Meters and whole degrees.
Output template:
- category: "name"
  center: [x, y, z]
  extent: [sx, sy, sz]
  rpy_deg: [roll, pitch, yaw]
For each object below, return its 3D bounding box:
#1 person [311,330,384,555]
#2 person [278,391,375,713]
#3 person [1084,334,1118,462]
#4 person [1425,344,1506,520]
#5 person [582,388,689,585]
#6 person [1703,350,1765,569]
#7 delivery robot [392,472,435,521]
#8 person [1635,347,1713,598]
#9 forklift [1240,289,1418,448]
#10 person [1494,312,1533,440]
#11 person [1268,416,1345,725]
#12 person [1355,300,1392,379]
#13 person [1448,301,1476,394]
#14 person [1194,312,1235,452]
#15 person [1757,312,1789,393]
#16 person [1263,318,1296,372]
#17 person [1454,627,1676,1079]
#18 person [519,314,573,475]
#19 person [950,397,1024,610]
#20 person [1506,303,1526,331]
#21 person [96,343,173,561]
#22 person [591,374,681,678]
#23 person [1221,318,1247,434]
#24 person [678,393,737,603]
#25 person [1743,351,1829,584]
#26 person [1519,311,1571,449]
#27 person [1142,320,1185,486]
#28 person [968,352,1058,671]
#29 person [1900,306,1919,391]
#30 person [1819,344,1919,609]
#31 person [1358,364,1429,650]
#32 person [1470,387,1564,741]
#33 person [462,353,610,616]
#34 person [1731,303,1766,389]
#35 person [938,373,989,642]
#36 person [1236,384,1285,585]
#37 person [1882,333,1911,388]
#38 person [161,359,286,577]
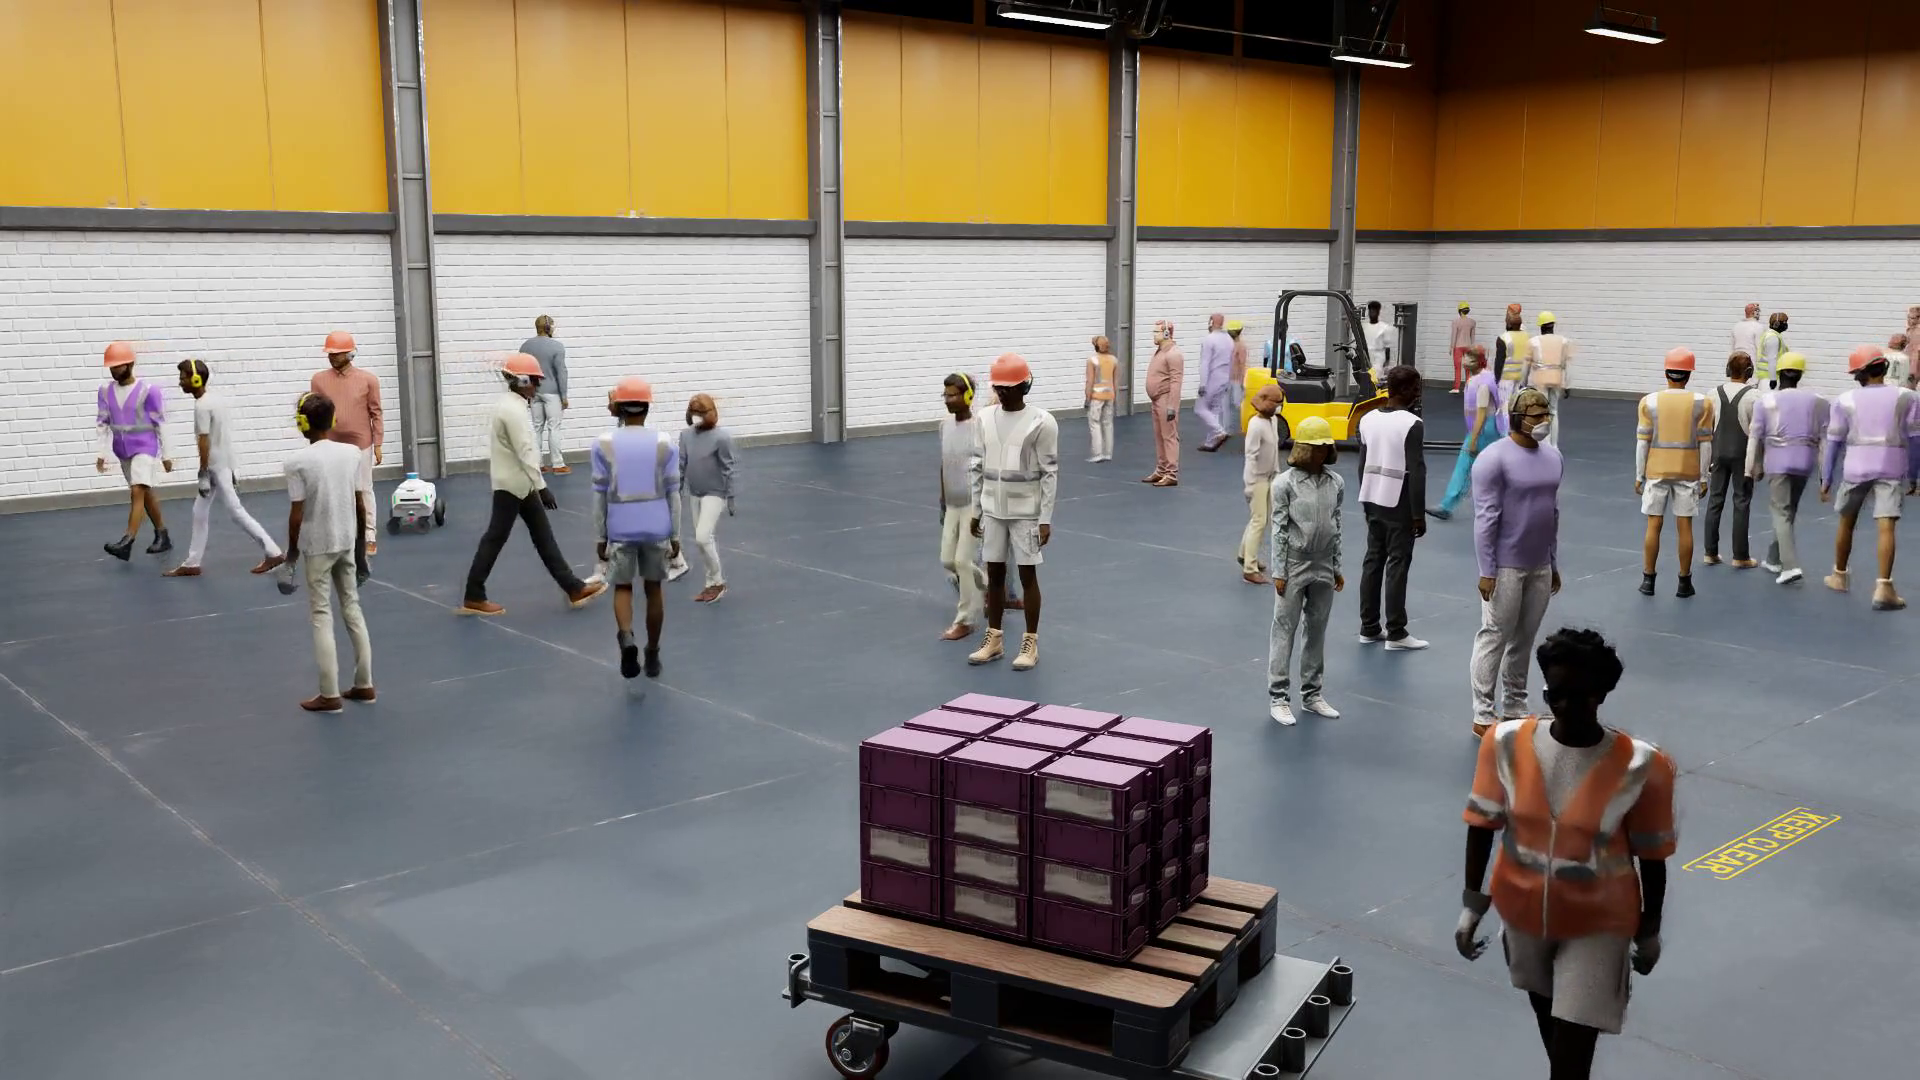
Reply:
- category: "person"
  center: [-5.387, -0.844, 14.621]
  extent: [0.614, 1.990, 0.392]
  rpy_deg: [0, 10, -3]
- category: "person"
  center: [-3.667, 0.077, 9.626]
  extent: [0.317, 1.859, 0.549]
  rpy_deg: [7, 12, 34]
- category: "person"
  center: [1.811, -1.812, 21.326]
  extent: [0.524, 1.641, 0.307]
  rpy_deg: [-7, 12, -36]
- category: "person"
  center: [5.106, -1.043, 16.435]
  extent: [0.957, 1.772, 0.642]
  rpy_deg: [0, 10, 2]
- category: "person"
  center: [-2.599, -0.430, 13.371]
  extent: [0.846, 1.599, 0.517]
  rpy_deg: [-5, 11, -27]
- category: "person"
  center: [6.549, -0.676, 14.067]
  extent: [0.345, 1.847, 0.508]
  rpy_deg: [-9, 13, -41]
- category: "delivery robot"
  center: [-5.247, -0.405, 15.981]
  extent: [0.477, 0.478, 0.707]
  rpy_deg: [-2, 10, -12]
- category: "person"
  center: [5.519, -0.522, 12.893]
  extent: [0.543, 1.940, 0.361]
  rpy_deg: [4, 11, 24]
- category: "forklift"
  center: [5.034, -2.339, 22.783]
  extent: [2.313, 2.155, 1.214]
  rpy_deg: [3, 10, 16]
- category: "person"
  center: [7.812, -2.300, 23.594]
  extent: [0.631, 1.840, 0.429]
  rpy_deg: [-4, 11, -23]
- category: "person"
  center: [1.975, 0.169, 9.422]
  extent: [0.487, 1.744, 0.294]
  rpy_deg: [-5, 11, -27]
- category: "person"
  center: [6.683, -2.902, 26.818]
  extent: [0.815, 1.944, 0.615]
  rpy_deg: [-9, 13, -42]
- category: "person"
  center: [9.646, -3.692, 31.961]
  extent: [0.525, 1.769, 0.313]
  rpy_deg: [-3, 10, -18]
- category: "person"
  center: [3.416, -2.115, 22.354]
  extent: [0.455, 1.886, 0.664]
  rpy_deg: [9, 13, 42]
- category: "person"
  center: [11.575, -2.316, 23.683]
  extent: [0.428, 1.842, 0.631]
  rpy_deg: [4, 10, 21]
- category: "person"
  center: [4.991, -2.621, 25.917]
  extent: [0.544, 1.678, 0.603]
  rpy_deg: [5, 11, 26]
- category: "person"
  center: [1.656, 1.040, 4.596]
  extent: [0.533, 1.640, 0.923]
  rpy_deg: [8, 12, 38]
- category: "person"
  center: [-4.996, -1.742, 20.050]
  extent: [0.628, 1.936, 0.377]
  rpy_deg: [4, 10, 21]
- category: "person"
  center: [0.236, -0.280, 12.389]
  extent: [0.513, 1.620, 0.543]
  rpy_deg: [-4, 11, -24]
- category: "person"
  center: [8.909, -2.865, 26.769]
  extent: [0.337, 1.882, 0.584]
  rpy_deg: [0, 10, 3]
- category: "person"
  center: [-7.221, -0.758, 14.426]
  extent: [0.548, 1.874, 1.038]
  rpy_deg: [2, 10, 10]
- category: "person"
  center: [-1.991, -0.058, 10.269]
  extent: [0.546, 1.919, 0.629]
  rpy_deg: [-2, 10, -10]
- category: "person"
  center: [4.045, -2.337, 24.094]
  extent: [0.718, 1.745, 0.529]
  rpy_deg: [-3, 10, -19]
- category: "person"
  center: [-1.944, -0.311, 12.596]
  extent: [0.519, 1.617, 0.448]
  rpy_deg: [8, 12, 39]
- category: "person"
  center: [6.751, -0.600, 13.552]
  extent: [0.622, 1.880, 0.946]
  rpy_deg: [1, 10, 4]
- category: "person"
  center: [7.823, -2.101, 22.246]
  extent: [0.605, 1.893, 0.651]
  rpy_deg: [0, 10, -1]
- category: "person"
  center: [2.330, -1.571, 19.128]
  extent: [0.402, 1.910, 0.638]
  rpy_deg: [-2, 10, -11]
- category: "person"
  center: [0.319, -0.182, 10.623]
  extent: [0.605, 2.035, 0.384]
  rpy_deg: [6, 11, 30]
- category: "person"
  center: [14.561, -2.627, 25.394]
  extent: [0.489, 1.880, 0.656]
  rpy_deg: [5, 11, 27]
- category: "person"
  center: [6.964, -0.494, 12.715]
  extent: [0.665, 1.969, 0.949]
  rpy_deg: [5, 11, 29]
- category: "person"
  center: [2.902, -0.218, 11.193]
  extent: [0.390, 1.914, 0.587]
  rpy_deg: [-5, 11, -26]
- category: "person"
  center: [3.020, 0.145, 8.993]
  extent: [0.631, 1.940, 0.372]
  rpy_deg: [-6, 12, -33]
- category: "person"
  center: [-3.179, -0.397, 12.208]
  extent: [1.078, 1.920, 0.623]
  rpy_deg: [-1, 10, -8]
- category: "person"
  center: [12.334, -2.742, 25.972]
  extent: [0.407, 1.912, 0.641]
  rpy_deg: [-3, 10, -17]
- category: "person"
  center: [0.072, -0.244, 11.532]
  extent: [0.538, 1.848, 0.637]
  rpy_deg: [9, 13, 43]
- category: "person"
  center: [2.426, -0.475, 13.589]
  extent: [0.459, 1.609, 0.699]
  rpy_deg: [5, 11, 27]
- category: "person"
  center: [12.325, -1.951, 22.175]
  extent: [0.555, 1.619, 0.542]
  rpy_deg: [-2, 10, -13]
- category: "person"
  center: [-6.074, -0.578, 13.682]
  extent: [0.971, 1.820, 0.550]
  rpy_deg: [-4, 10, -20]
